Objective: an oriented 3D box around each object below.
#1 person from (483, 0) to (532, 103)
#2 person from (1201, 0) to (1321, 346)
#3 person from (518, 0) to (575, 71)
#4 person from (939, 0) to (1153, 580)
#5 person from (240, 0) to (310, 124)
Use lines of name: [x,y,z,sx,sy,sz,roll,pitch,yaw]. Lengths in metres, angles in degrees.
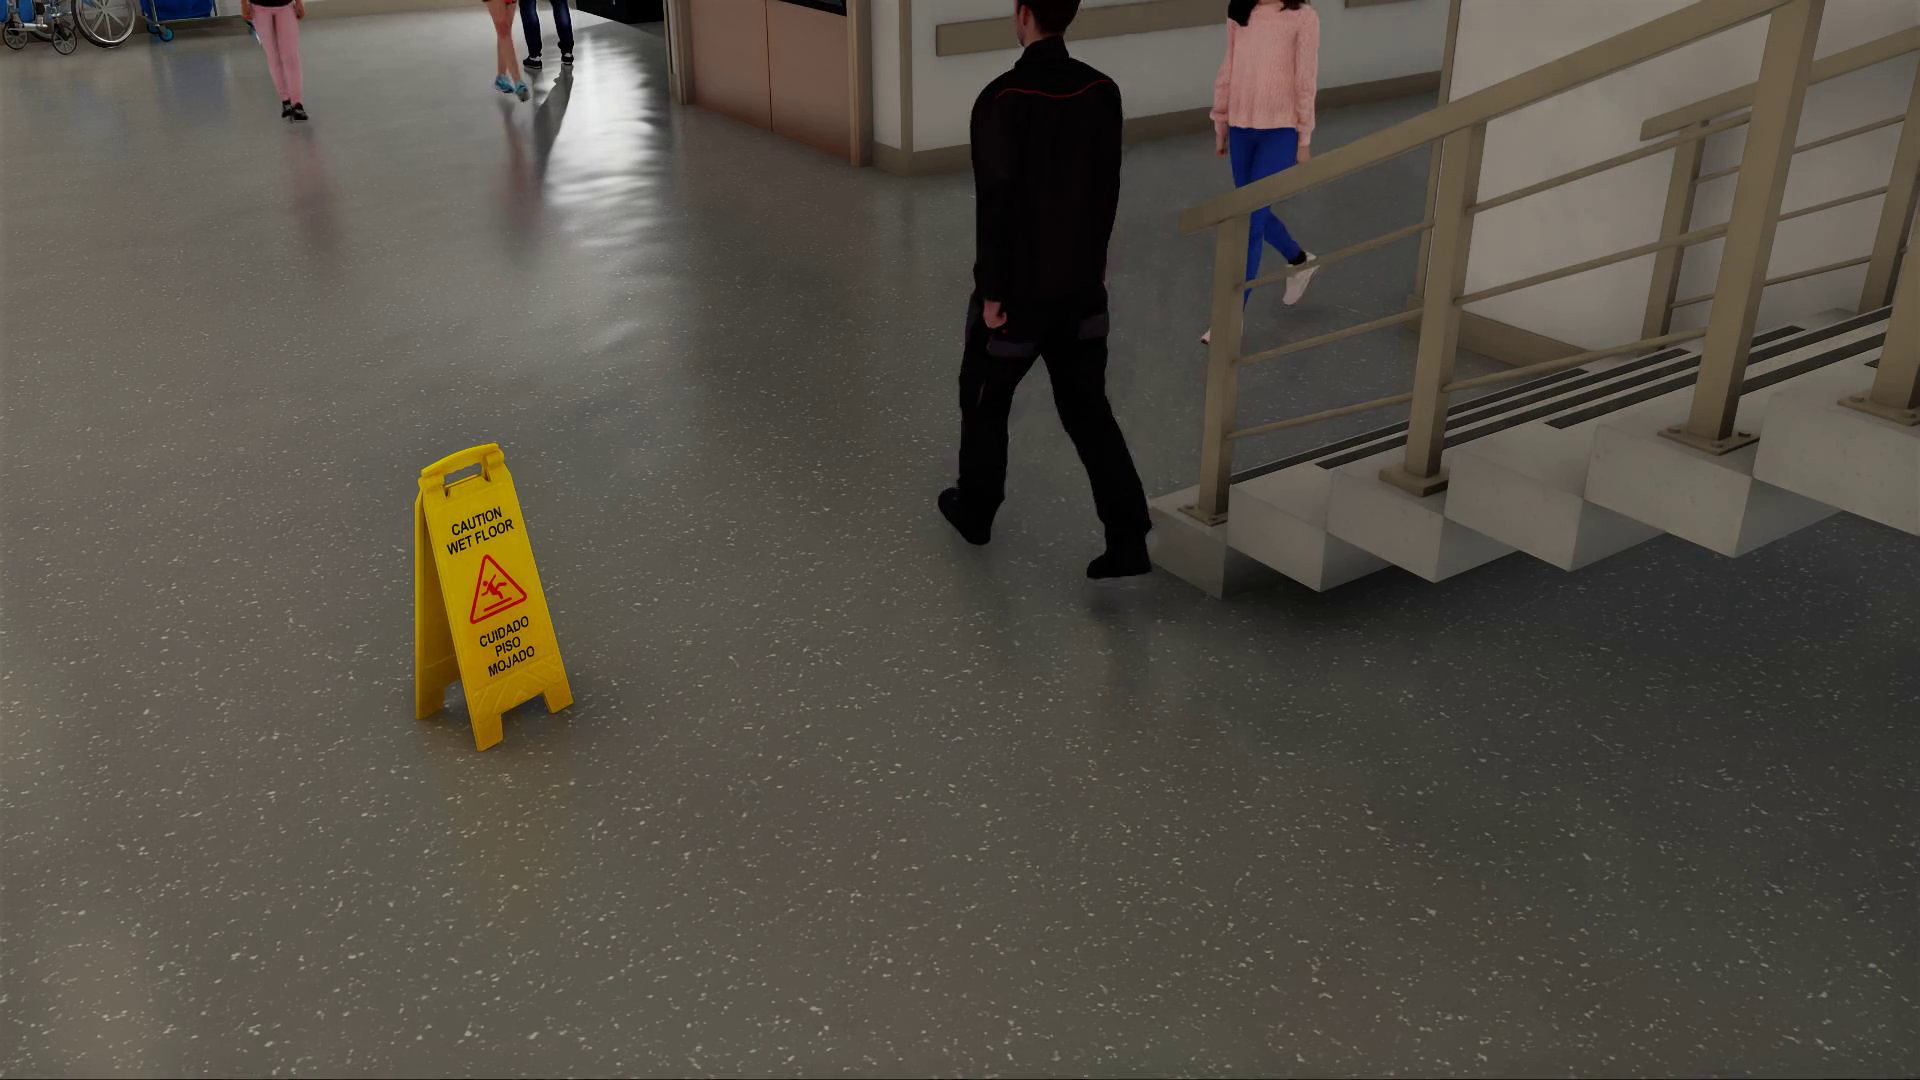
person: [-3.416,-4.123,12.244,0.704,1.725,1.162,-14,29,-26]
person: [1.398,-1.756,7.319,0.815,1.739,1.097,-21,33,-37]
person: [-3.444,-4.784,13.500,0.736,1.824,0.592,-14,29,-27]
person: [0.302,-0.731,5.037,0.782,1.875,1.232,-13,29,-25]
person: [-4.789,-3.698,11.585,0.668,1.532,0.858,-10,27,-19]
